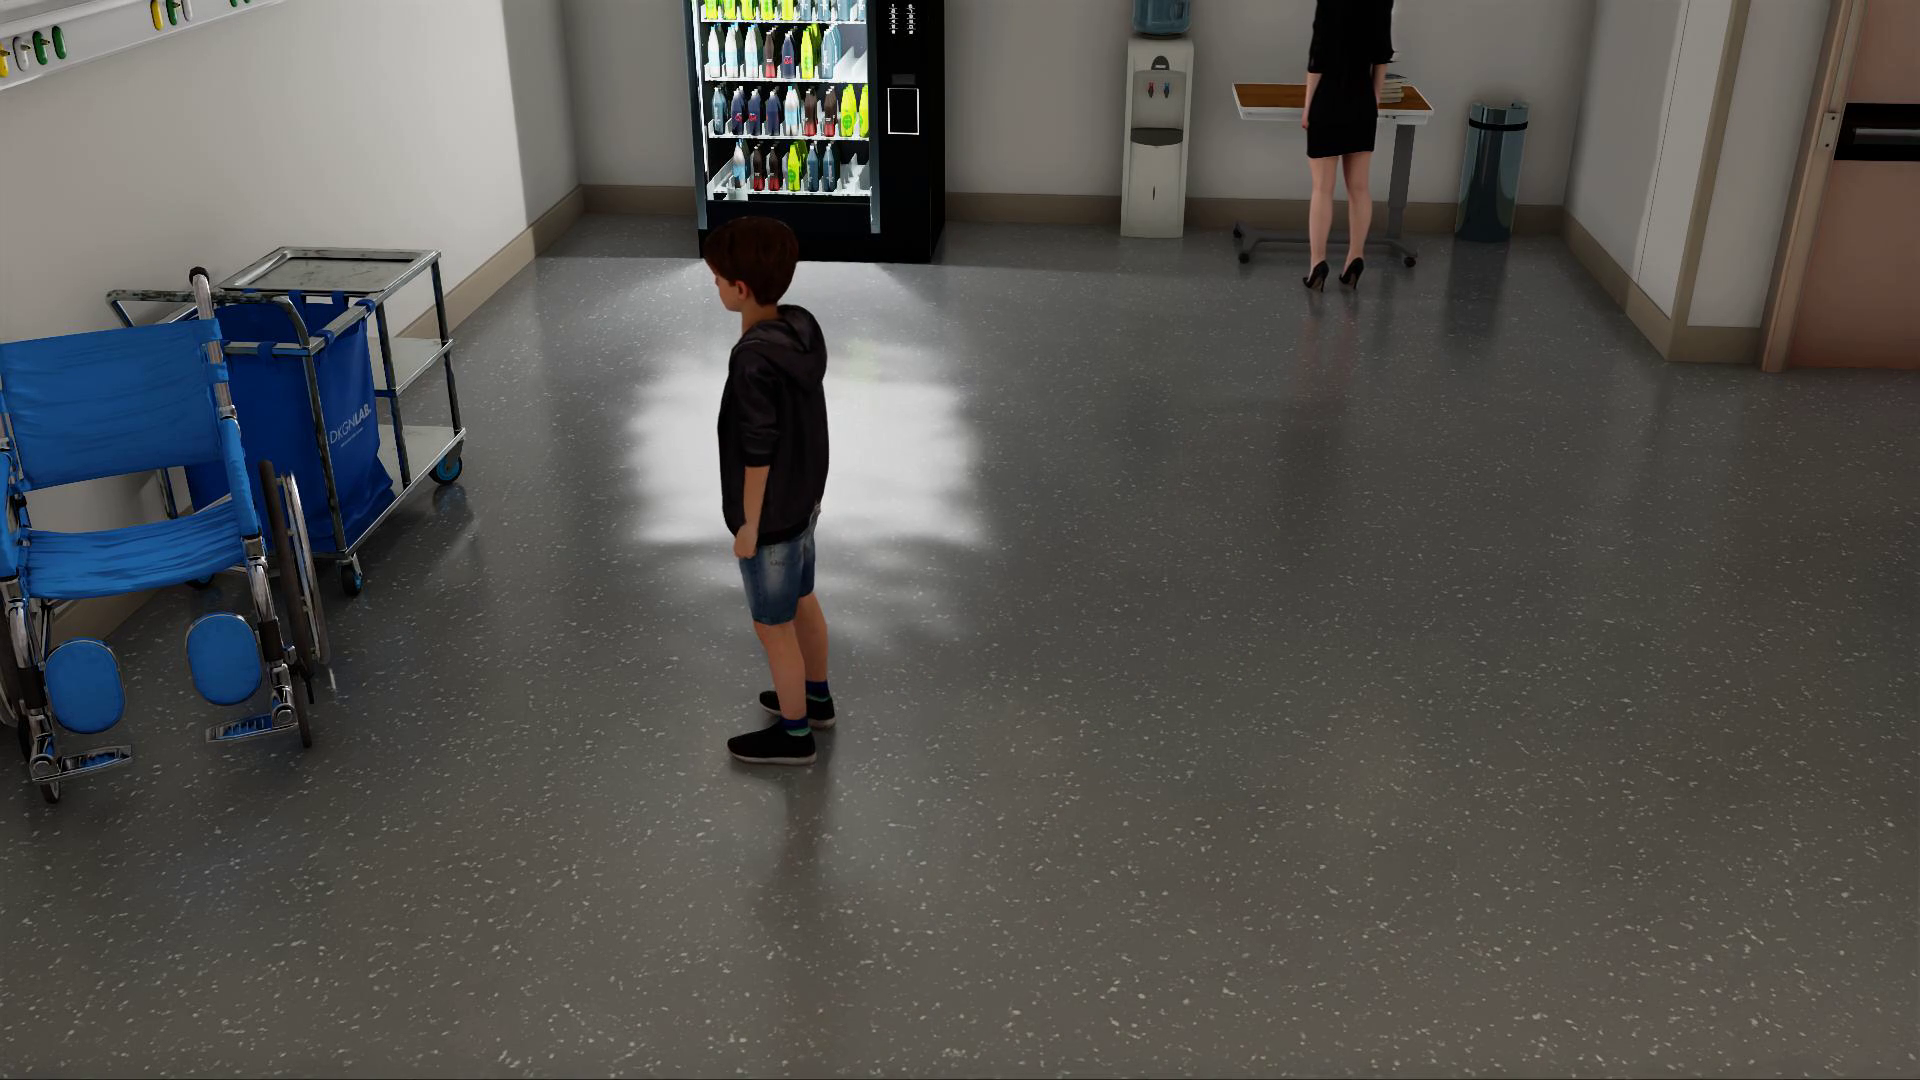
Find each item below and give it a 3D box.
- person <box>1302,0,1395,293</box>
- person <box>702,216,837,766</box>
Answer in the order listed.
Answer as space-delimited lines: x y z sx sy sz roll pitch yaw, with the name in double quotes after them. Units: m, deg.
1.840 -2.036 7.930 0.601 1.696 0.723 -9 27 -19 "person"
-0.471 -0.109 4.218 0.553 1.448 0.571 7 27 14 "person"
